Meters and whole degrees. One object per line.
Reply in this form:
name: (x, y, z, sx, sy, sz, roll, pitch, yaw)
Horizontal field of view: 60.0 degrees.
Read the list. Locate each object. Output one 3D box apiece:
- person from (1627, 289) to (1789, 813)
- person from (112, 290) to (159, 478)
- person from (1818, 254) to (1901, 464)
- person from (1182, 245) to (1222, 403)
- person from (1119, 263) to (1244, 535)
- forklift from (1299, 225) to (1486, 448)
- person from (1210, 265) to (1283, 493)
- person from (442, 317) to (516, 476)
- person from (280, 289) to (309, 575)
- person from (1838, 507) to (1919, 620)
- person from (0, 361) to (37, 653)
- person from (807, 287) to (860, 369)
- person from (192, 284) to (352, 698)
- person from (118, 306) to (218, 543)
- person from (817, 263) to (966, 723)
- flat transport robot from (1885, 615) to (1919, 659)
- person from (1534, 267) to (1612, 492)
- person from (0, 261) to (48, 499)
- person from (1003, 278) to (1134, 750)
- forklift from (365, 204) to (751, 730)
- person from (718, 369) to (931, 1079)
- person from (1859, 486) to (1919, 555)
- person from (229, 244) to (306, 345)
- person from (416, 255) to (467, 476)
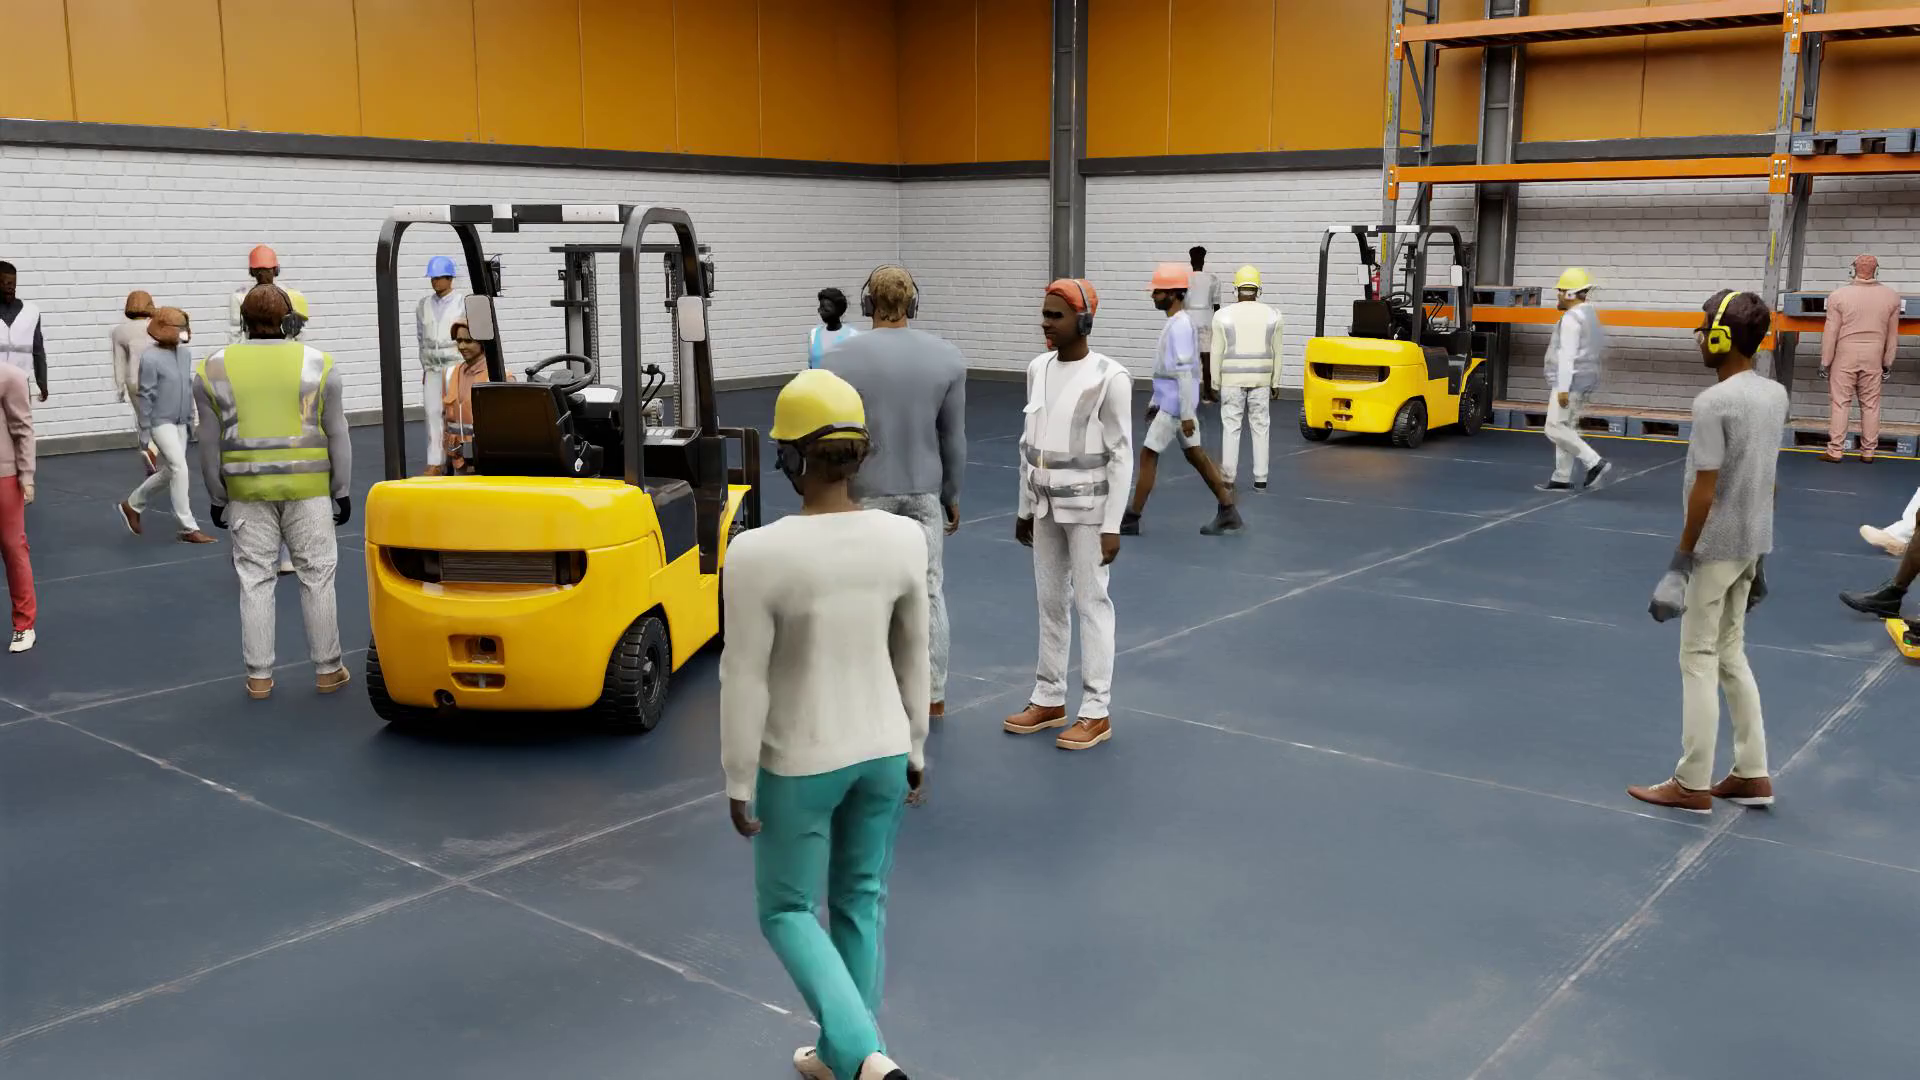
person: (2.671, 0.058, 5.895, 0.534, 1.864, 0.346, -8, 13, -37)
person: (-6.915, -1.307, 14.101, 0.500, 1.615, 0.503, -1, 10, -5)
person: (8.179, -1.645, 15.187, 0.652, 1.906, 0.404, 1, 10, 6)
person: (2.954, -2.682, 20.769, 0.611, 1.964, 0.362, -1, 10, -3)
person: (1.499, -0.948, 11.407, 1.007, 1.893, 0.552, 2, 10, 9)
forklift: (4.449, -2.115, 16.993, 1.214, 2.155, 2.313, 8, 13, 38)
person: (2.296, -1.286, 13.401, 0.590, 1.833, 0.404, -1, 10, -4)
person: (-2.591, -0.392, 9.015, 0.515, 1.632, 0.311, 6, 12, 29)
person: (-4.108, -0.630, 10.010, 0.565, 1.733, 0.572, 1, 10, 7)
person: (5.190, -0.484, 8.764, 0.929, 1.895, 0.567, 7, 12, 33)
person: (-4.820, -0.310, 8.177, 0.525, 1.769, 0.327, 0, 10, -2)
person: (-0.975, -1.036, 12.407, 0.557, 1.677, 0.526, 7, 12, 33)
person: (-3.033, -0.211, 7.422, 0.629, 1.843, 0.429, -3, 11, -17)
person: (-5.401, -0.773, 11.193, 0.729, 1.604, 0.525, 1, 10, 7)
person: (-0.283, -0.174, 6.945, 0.629, 1.939, 0.371, -3, 11, -15)
flat transport robot: (5.313, 0.470, 8.000, 1.431, 0.197, 0.652, 4, 11, 21)
person: (4.938, -1.257, 13.286, 0.542, 1.821, 0.594, 8, 13, 36)
person: (-7.657, -1.284, 13.284, 0.835, 1.882, 0.634, 8, 13, 38)
person: (0.440, -0.103, 6.708, 0.357, 1.883, 0.573, -8, 13, -39)
forklift: (-1.766, -0.406, 7.525, 1.214, 2.155, 2.313, 1, 10, 7)
person: (-0.255, 0.502, 3.722, 0.531, 1.755, 0.605, -7, 12, -33)
person: (6.370, -0.745, 10.533, 0.996, 1.785, 0.651, 9, 13, 40)
person: (-6.117, -1.609, 14.743, 0.624, 2.008, 1.010, -4, 11, -21)
person: (-4.401, -1.512, 14.463, 0.619, 1.917, 0.959, 2, 10, 11)
